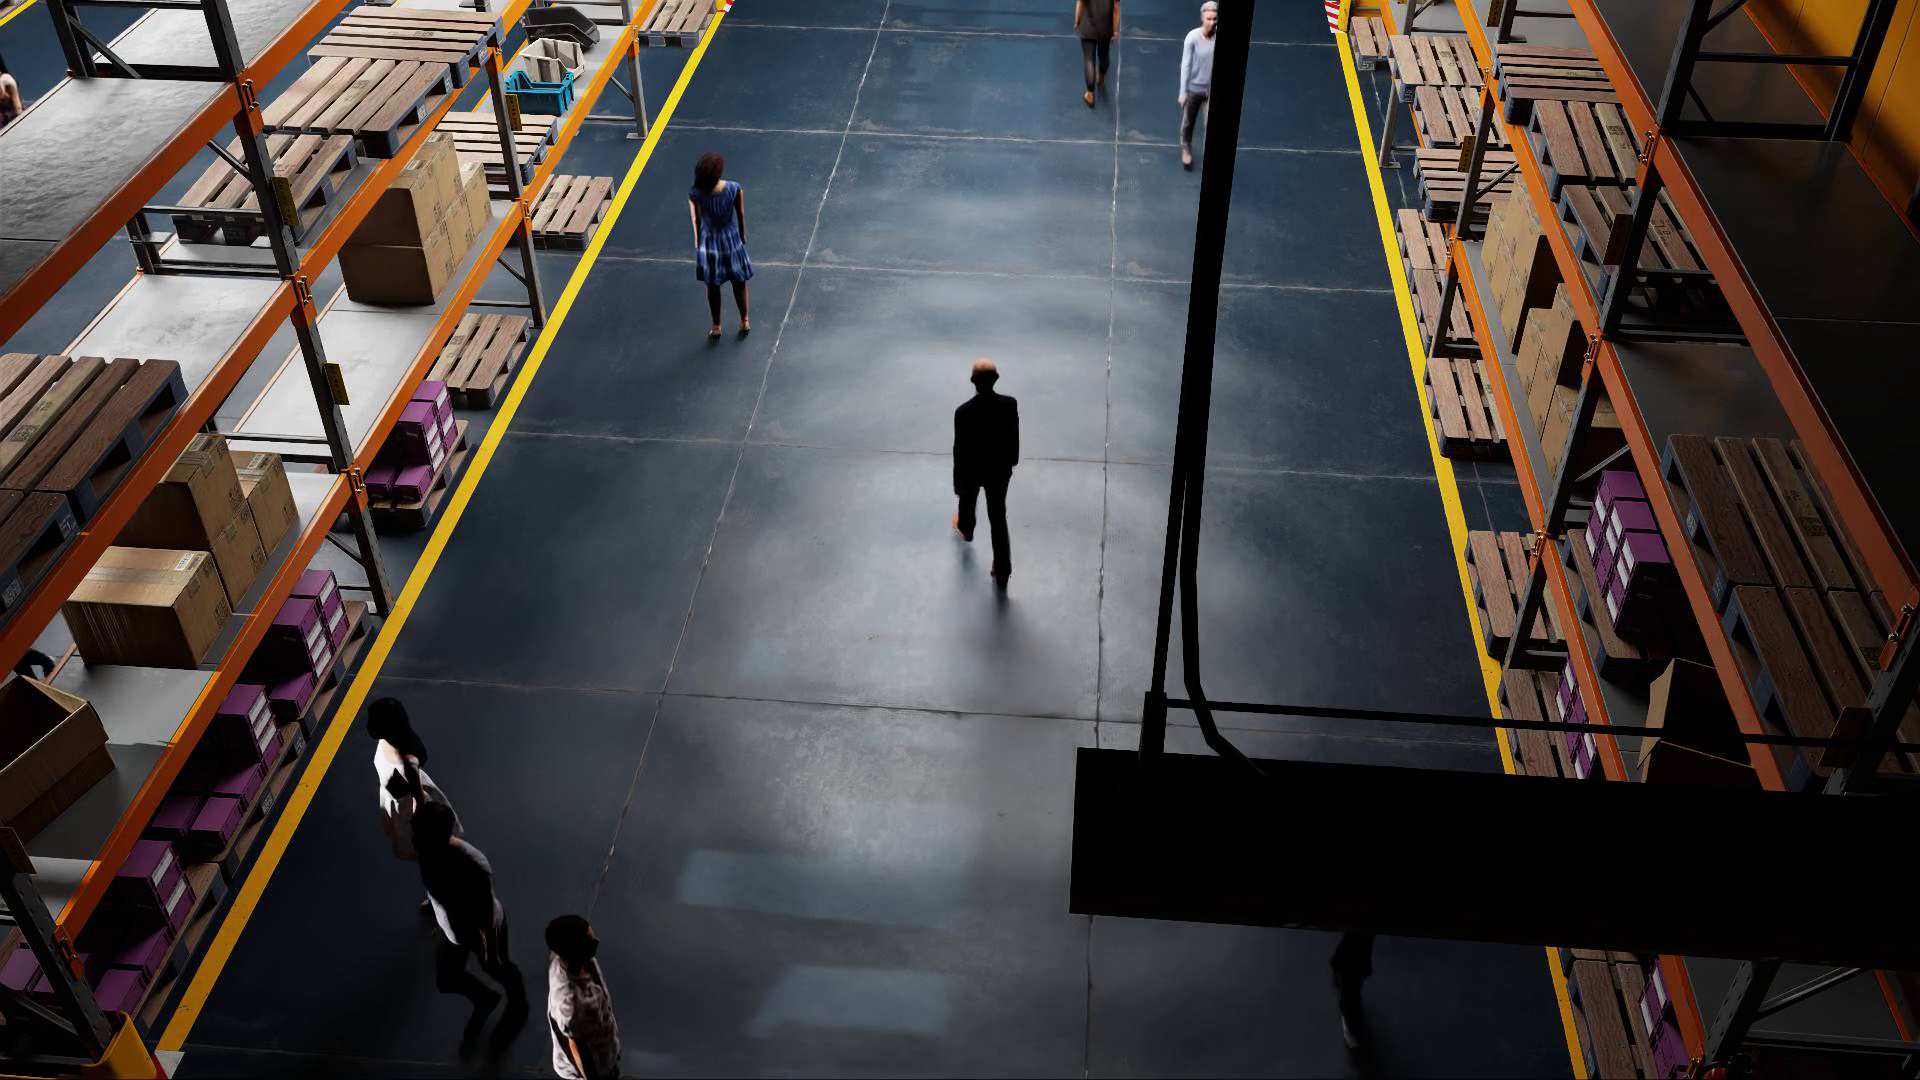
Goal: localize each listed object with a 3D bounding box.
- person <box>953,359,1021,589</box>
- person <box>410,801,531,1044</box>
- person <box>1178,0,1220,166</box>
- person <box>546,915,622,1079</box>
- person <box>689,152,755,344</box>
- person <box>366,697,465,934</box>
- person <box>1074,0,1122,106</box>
[{"bbox_3d":[0.209,-0.456,11.983,1.026,1.763,1.311,-11,40,-14],"label":"person"},{"bbox_3d":[-2.545,1.983,8.859,0.784,1.851,0.782,16,41,19],"label":"person"},{"bbox_3d":[2.474,-4.658,17.181,0.823,1.843,1.267,-2,39,-3],"label":"person"},{"bbox_3d":[-1.872,2.480,8.268,0.778,1.812,0.594,-6,39,-8],"label":"person"},{"bbox_3d":[-2.094,-2.563,14.589,0.742,1.805,0.707,-11,40,-14],"label":"person"},{"bbox_3d":[-3.091,1.559,9.450,0.833,1.775,0.754,-20,43,-23],"label":"person"},{"bbox_3d":[1.540,-5.714,18.639,0.730,1.675,1.038,-2,39,-3],"label":"person"}]
